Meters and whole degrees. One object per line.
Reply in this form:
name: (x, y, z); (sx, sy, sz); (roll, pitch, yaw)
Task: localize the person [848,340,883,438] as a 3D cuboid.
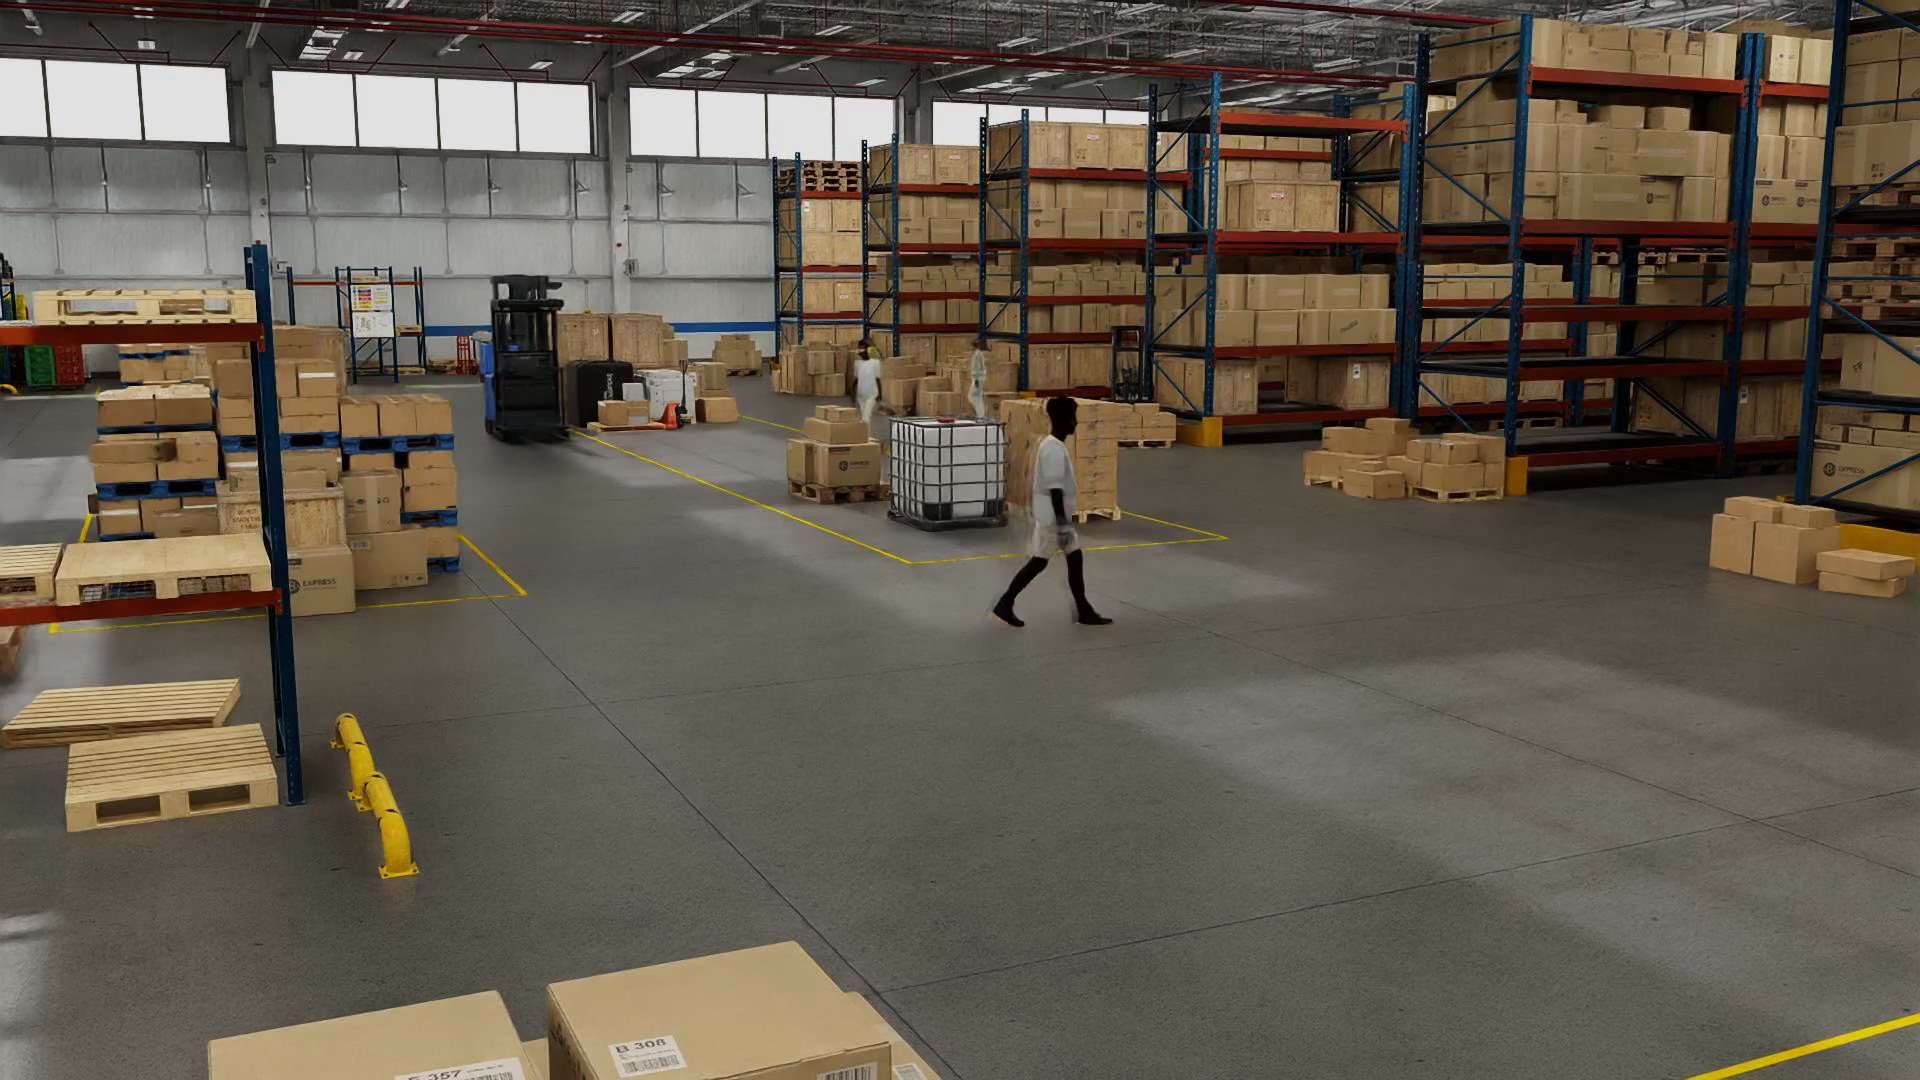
person: (-1.509, -2.178, 25.794); (0.550, 1.846, 0.653); (7, 11, 35)

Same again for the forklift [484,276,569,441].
forklift: (-7.621, -3.194, 28.901); (1.129, 2.768, 1.873); (-4, 10, -26)

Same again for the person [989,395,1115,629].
person: (0.712, -0.215, 13.413); (0.997, 1.924, 0.623); (1, 9, 6)

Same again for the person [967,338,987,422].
person: (0.330, -3.049, 31.865); (0.370, 1.619, 0.532); (2, 9, 10)

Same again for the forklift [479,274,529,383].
forklift: (-11.270, -5.375, 42.434); (1.873, 2.768, 1.129); (-4, 10, -25)

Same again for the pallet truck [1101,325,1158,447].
pallet truck: (2.881, -2.596, 27.923); (0.823, 1.965, 1.885); (-1, 9, -7)
